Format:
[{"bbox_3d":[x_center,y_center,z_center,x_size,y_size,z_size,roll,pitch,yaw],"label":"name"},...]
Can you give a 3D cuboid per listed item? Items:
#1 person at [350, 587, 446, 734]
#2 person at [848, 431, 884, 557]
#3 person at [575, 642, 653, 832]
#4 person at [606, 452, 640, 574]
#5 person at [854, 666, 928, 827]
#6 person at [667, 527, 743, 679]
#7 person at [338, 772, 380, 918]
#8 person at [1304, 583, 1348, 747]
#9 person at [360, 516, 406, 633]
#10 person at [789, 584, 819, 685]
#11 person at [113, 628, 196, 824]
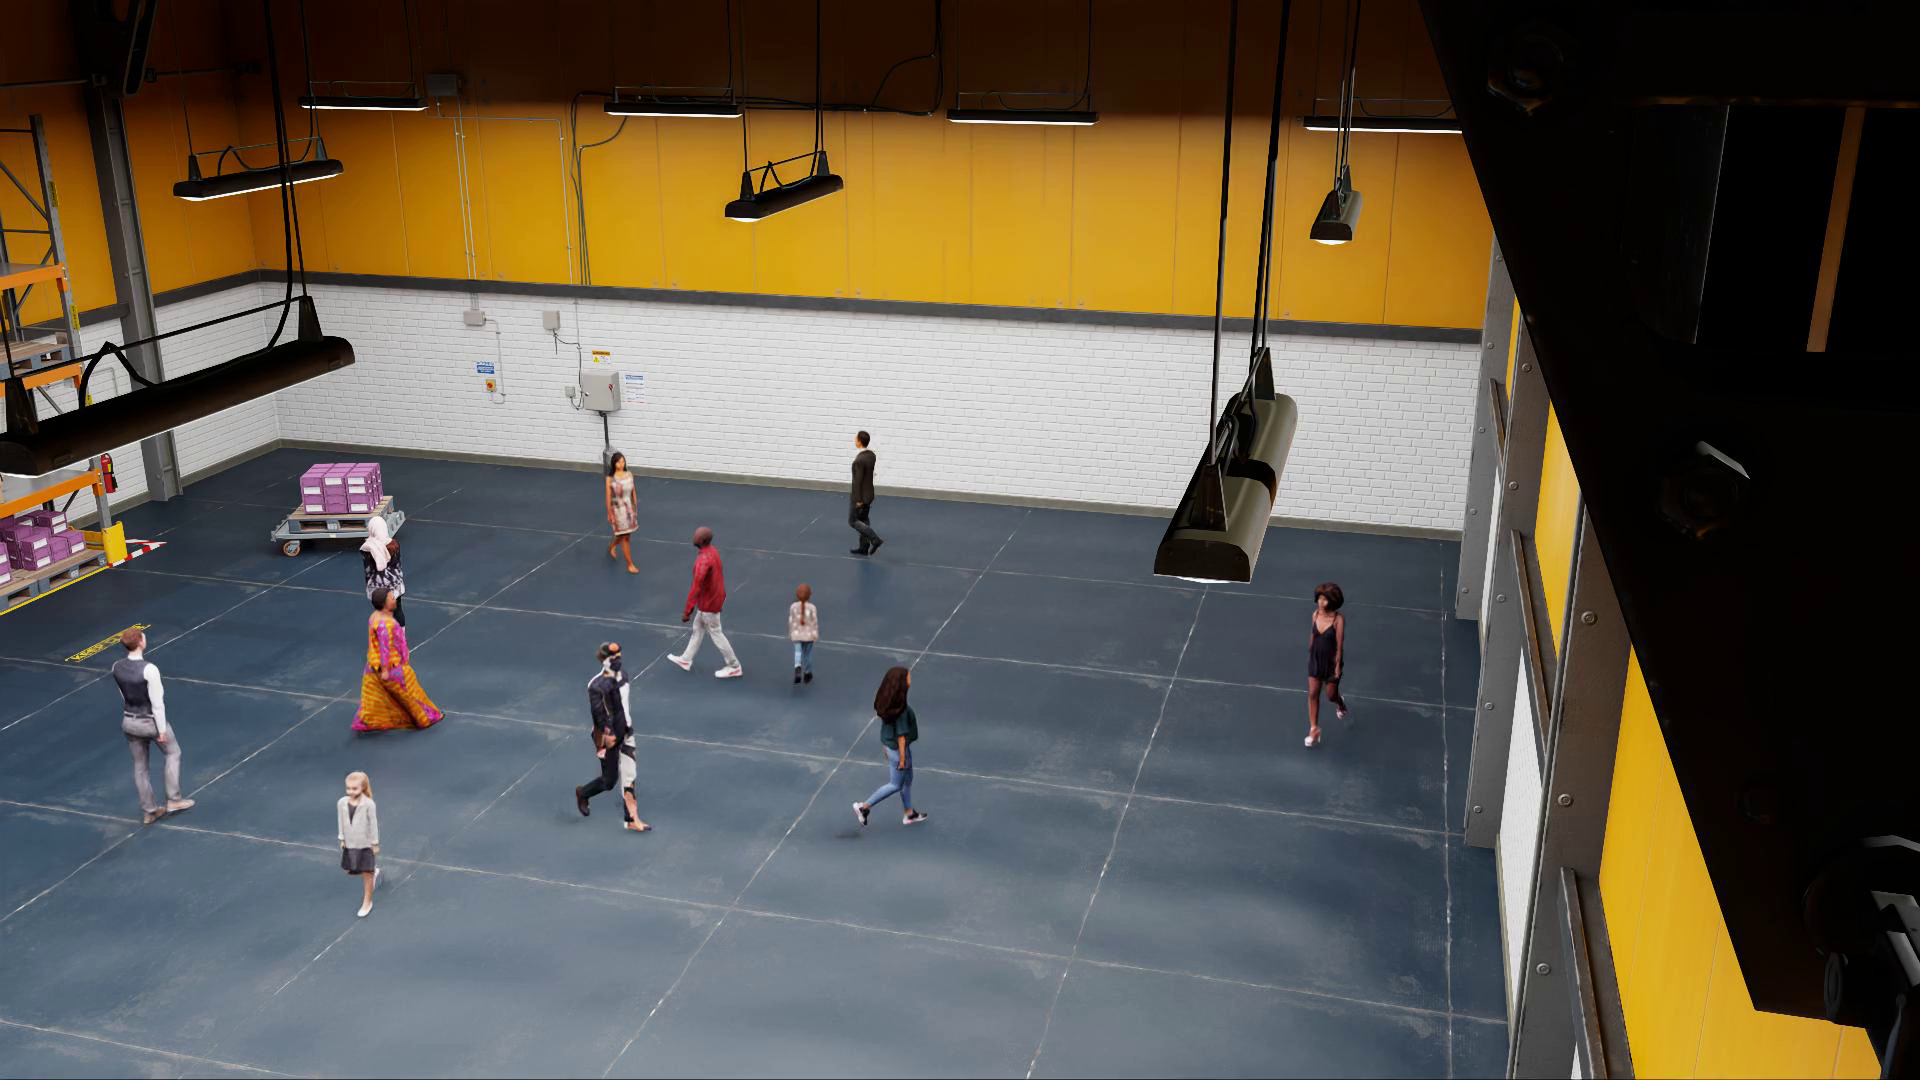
[{"bbox_3d":[-6.077,1.279,17.451,1.210,1.669,1.171,-10,21,-27],"label":"person"},{"bbox_3d":[-1.271,-0.621,22.896,0.811,1.792,0.776,8,20,23],"label":"person"},{"bbox_3d":[-3.285,1.833,15.478,0.911,1.877,1.037,10,21,27],"label":"person"},{"bbox_3d":[-4.611,-0.399,22.503,1.067,1.623,1.019,-16,25,-40],"label":"person"},{"bbox_3d":[-0.660,1.965,15.526,1.004,1.595,0.994,-8,20,-22],"label":"person"},{"bbox_3d":[-2.759,0.736,18.882,0.827,1.784,1.110,2,19,7],"label":"person"},{"bbox_3d":[-5.131,2.561,14.273,0.538,1.266,0.713,3,19,10],"label":"person"},{"bbox_3d":[3.842,1.276,17.292,0.768,1.774,0.965,15,24,38],"label":"person"},{"bbox_3d":[-6.856,0.501,19.810,0.721,1.637,0.807,-17,25,-42],"label":"person"},{"bbox_3d":[-1.785,1.081,18.789,0.551,1.189,0.664,1,19,4],"label":"person"},{"bbox_3d":[-7.707,1.764,15.609,0.681,1.924,0.703,3,19,10],"label":"person"}]
